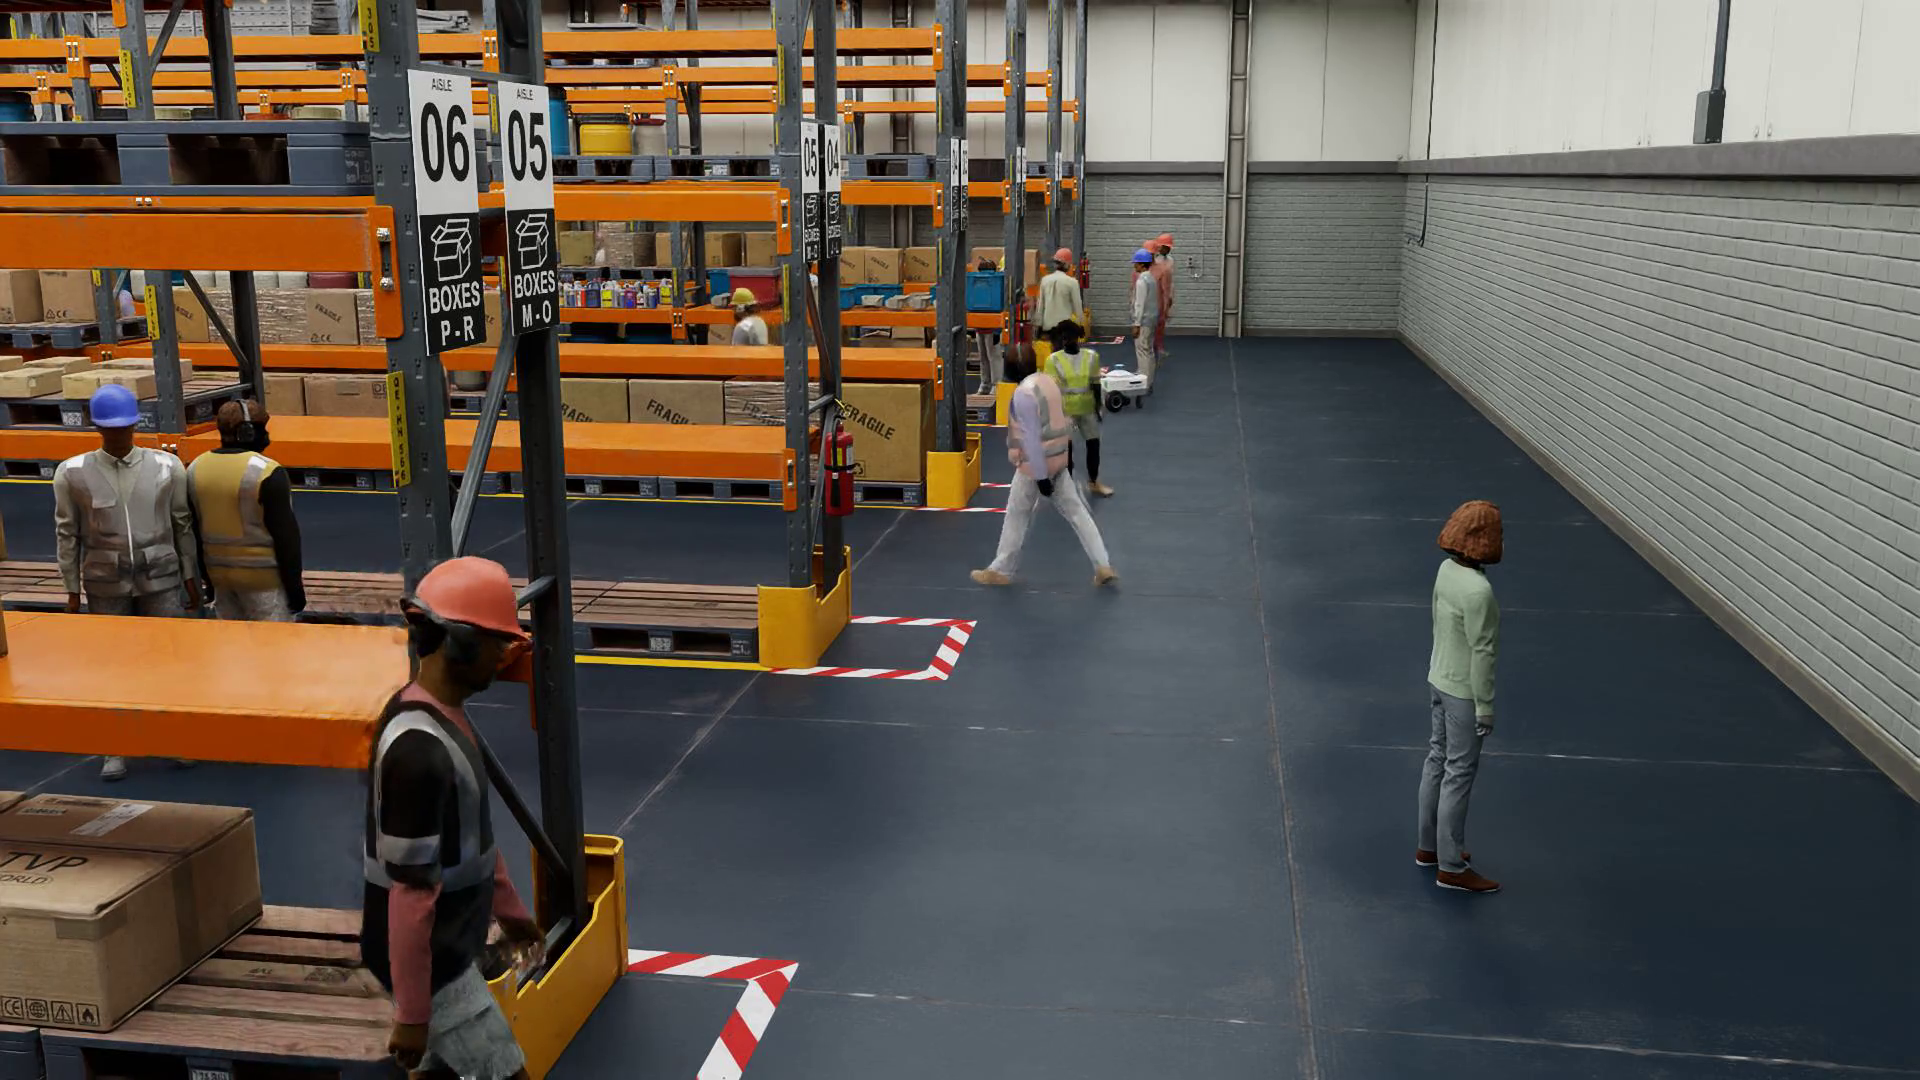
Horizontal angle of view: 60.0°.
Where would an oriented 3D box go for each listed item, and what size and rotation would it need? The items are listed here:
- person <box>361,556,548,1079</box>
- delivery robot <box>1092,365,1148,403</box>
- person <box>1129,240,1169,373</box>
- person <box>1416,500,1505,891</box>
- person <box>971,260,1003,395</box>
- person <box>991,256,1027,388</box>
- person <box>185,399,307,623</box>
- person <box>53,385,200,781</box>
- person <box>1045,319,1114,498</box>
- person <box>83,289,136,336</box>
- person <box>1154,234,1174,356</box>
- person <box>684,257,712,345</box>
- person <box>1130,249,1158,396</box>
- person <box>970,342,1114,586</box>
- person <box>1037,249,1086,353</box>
[{"bbox_3d":[-1.315,1.043,4.281,0.581,1.987,0.655,-4,13,-18],"label":"person"},{"bbox_3d":[2.005,-1.955,20.866,0.707,0.478,0.477,-8,15,-31],"label":"delivery robot"},{"bbox_3d":[2.830,-3.475,24.740,0.626,1.968,0.894,8,15,32],"label":"person"},{"bbox_3d":[2.100,0.638,6.922,0.280,1.633,0.500,-1,13,-4],"label":"person"},{"bbox_3d":[0.362,-2.707,21.563,0.429,1.839,0.623,-6,14,-26],"label":"person"},{"bbox_3d":[0.645,-2.981,22.834,0.596,1.826,0.403,-10,16,-39],"label":"person"},{"bbox_3d":[-3.566,0.206,8.409,0.622,1.840,0.430,5,13,21],"label":"person"},{"bbox_3d":[-4.067,0.203,8.168,0.618,1.944,0.399,-7,14,-29],"label":"person"},{"bbox_3d":[1.058,-1.167,15.003,0.657,1.658,0.344,-4,13,-17],"label":"person"},{"bbox_3d":[-10.073,-2.329,19.730,1.012,1.897,0.646,6,14,27],"label":"person"},{"bbox_3d":[3.231,-3.921,26.734,0.598,1.977,0.434,-10,16,-39],"label":"person"},{"bbox_3d":[-4.348,-4.125,27.795,0.670,1.909,0.409,-6,14,-27],"label":"person"},{"bbox_3d":[2.444,-2.893,22.176,0.405,1.942,0.612,5,13,20],"label":"person"},{"bbox_3d":[0.636,-0.520,11.863,1.035,1.778,0.660,6,14,26],"label":"person"},{"bbox_3d":[1.381,-2.884,22.113,0.638,1.940,0.955,11,17,41],"label":"person"}]
